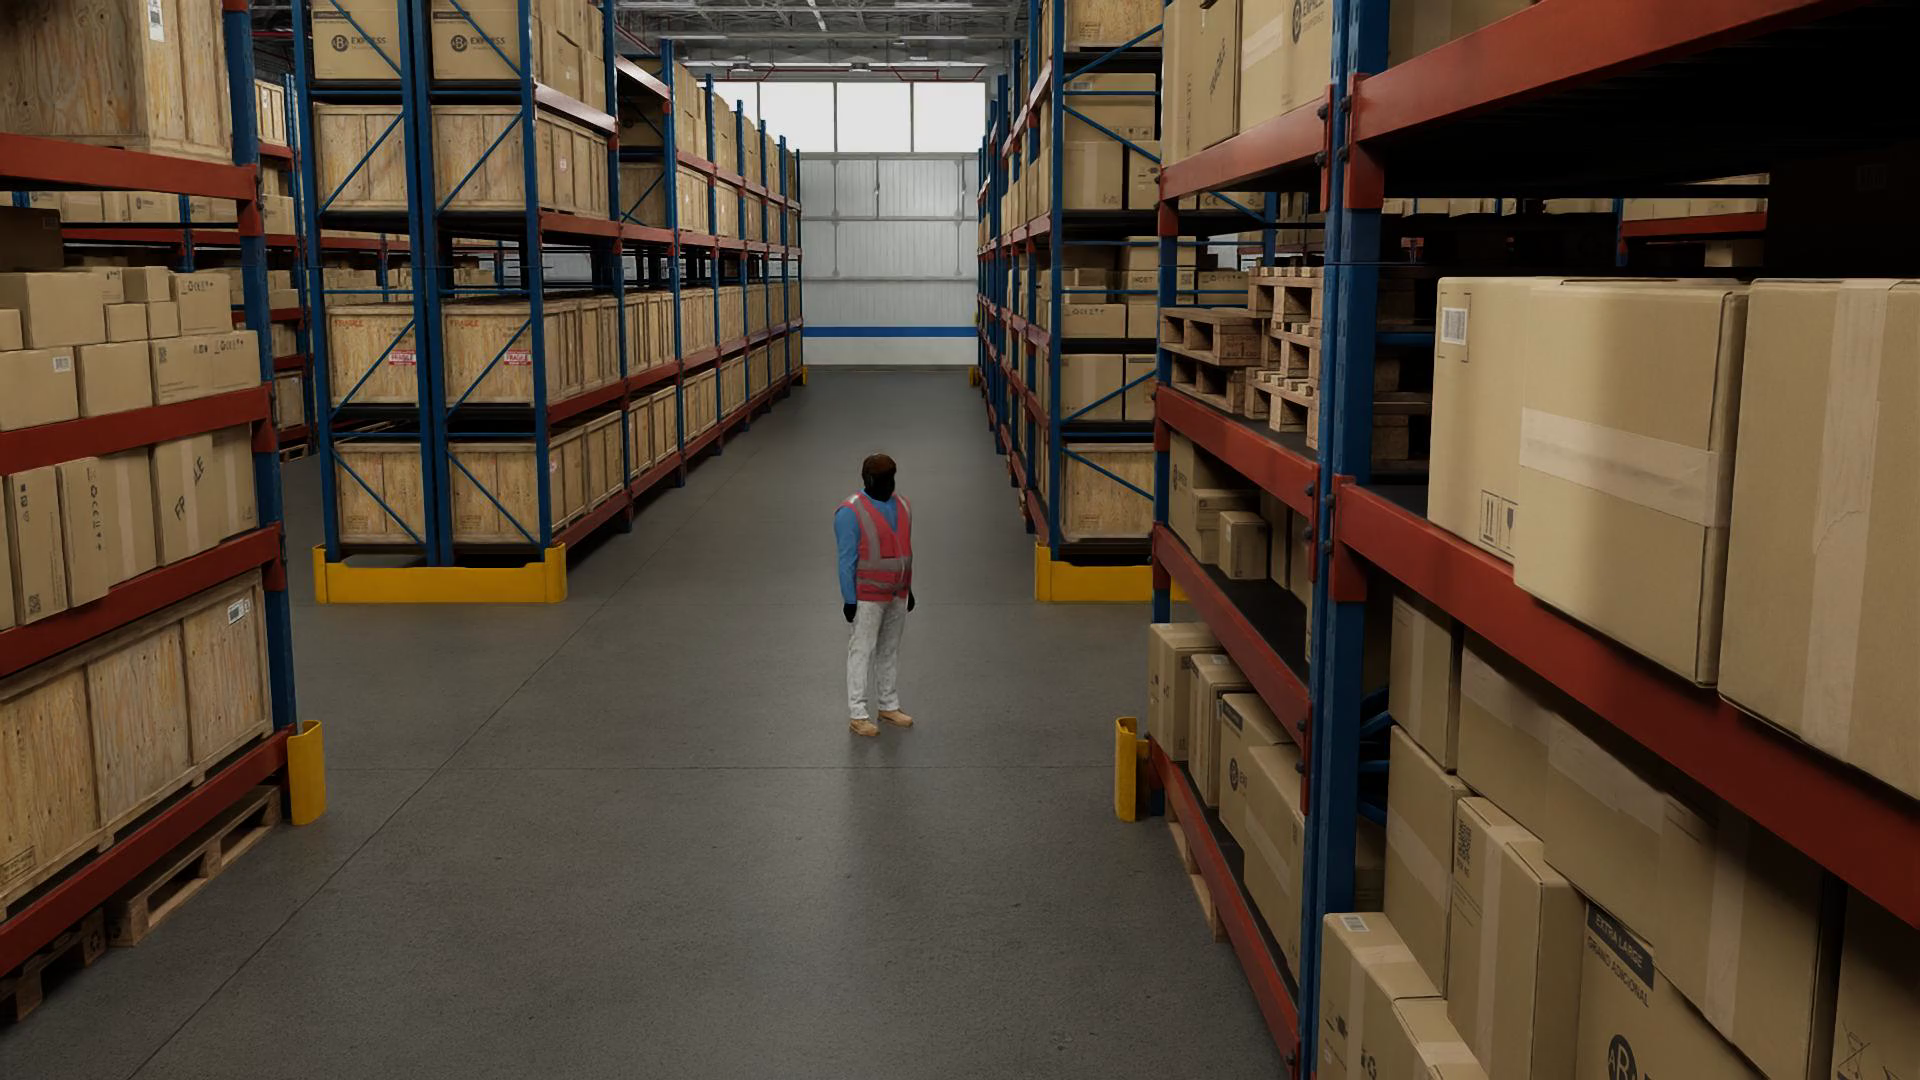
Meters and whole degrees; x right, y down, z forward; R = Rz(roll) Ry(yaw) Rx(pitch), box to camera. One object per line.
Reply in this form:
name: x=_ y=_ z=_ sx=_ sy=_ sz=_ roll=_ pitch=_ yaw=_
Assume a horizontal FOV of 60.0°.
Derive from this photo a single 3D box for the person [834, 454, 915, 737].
person: x=-0.524 y=0.351 z=10.885 sx=0.429 sy=1.841 sz=0.633 roll=8 pitch=12 yaw=41
